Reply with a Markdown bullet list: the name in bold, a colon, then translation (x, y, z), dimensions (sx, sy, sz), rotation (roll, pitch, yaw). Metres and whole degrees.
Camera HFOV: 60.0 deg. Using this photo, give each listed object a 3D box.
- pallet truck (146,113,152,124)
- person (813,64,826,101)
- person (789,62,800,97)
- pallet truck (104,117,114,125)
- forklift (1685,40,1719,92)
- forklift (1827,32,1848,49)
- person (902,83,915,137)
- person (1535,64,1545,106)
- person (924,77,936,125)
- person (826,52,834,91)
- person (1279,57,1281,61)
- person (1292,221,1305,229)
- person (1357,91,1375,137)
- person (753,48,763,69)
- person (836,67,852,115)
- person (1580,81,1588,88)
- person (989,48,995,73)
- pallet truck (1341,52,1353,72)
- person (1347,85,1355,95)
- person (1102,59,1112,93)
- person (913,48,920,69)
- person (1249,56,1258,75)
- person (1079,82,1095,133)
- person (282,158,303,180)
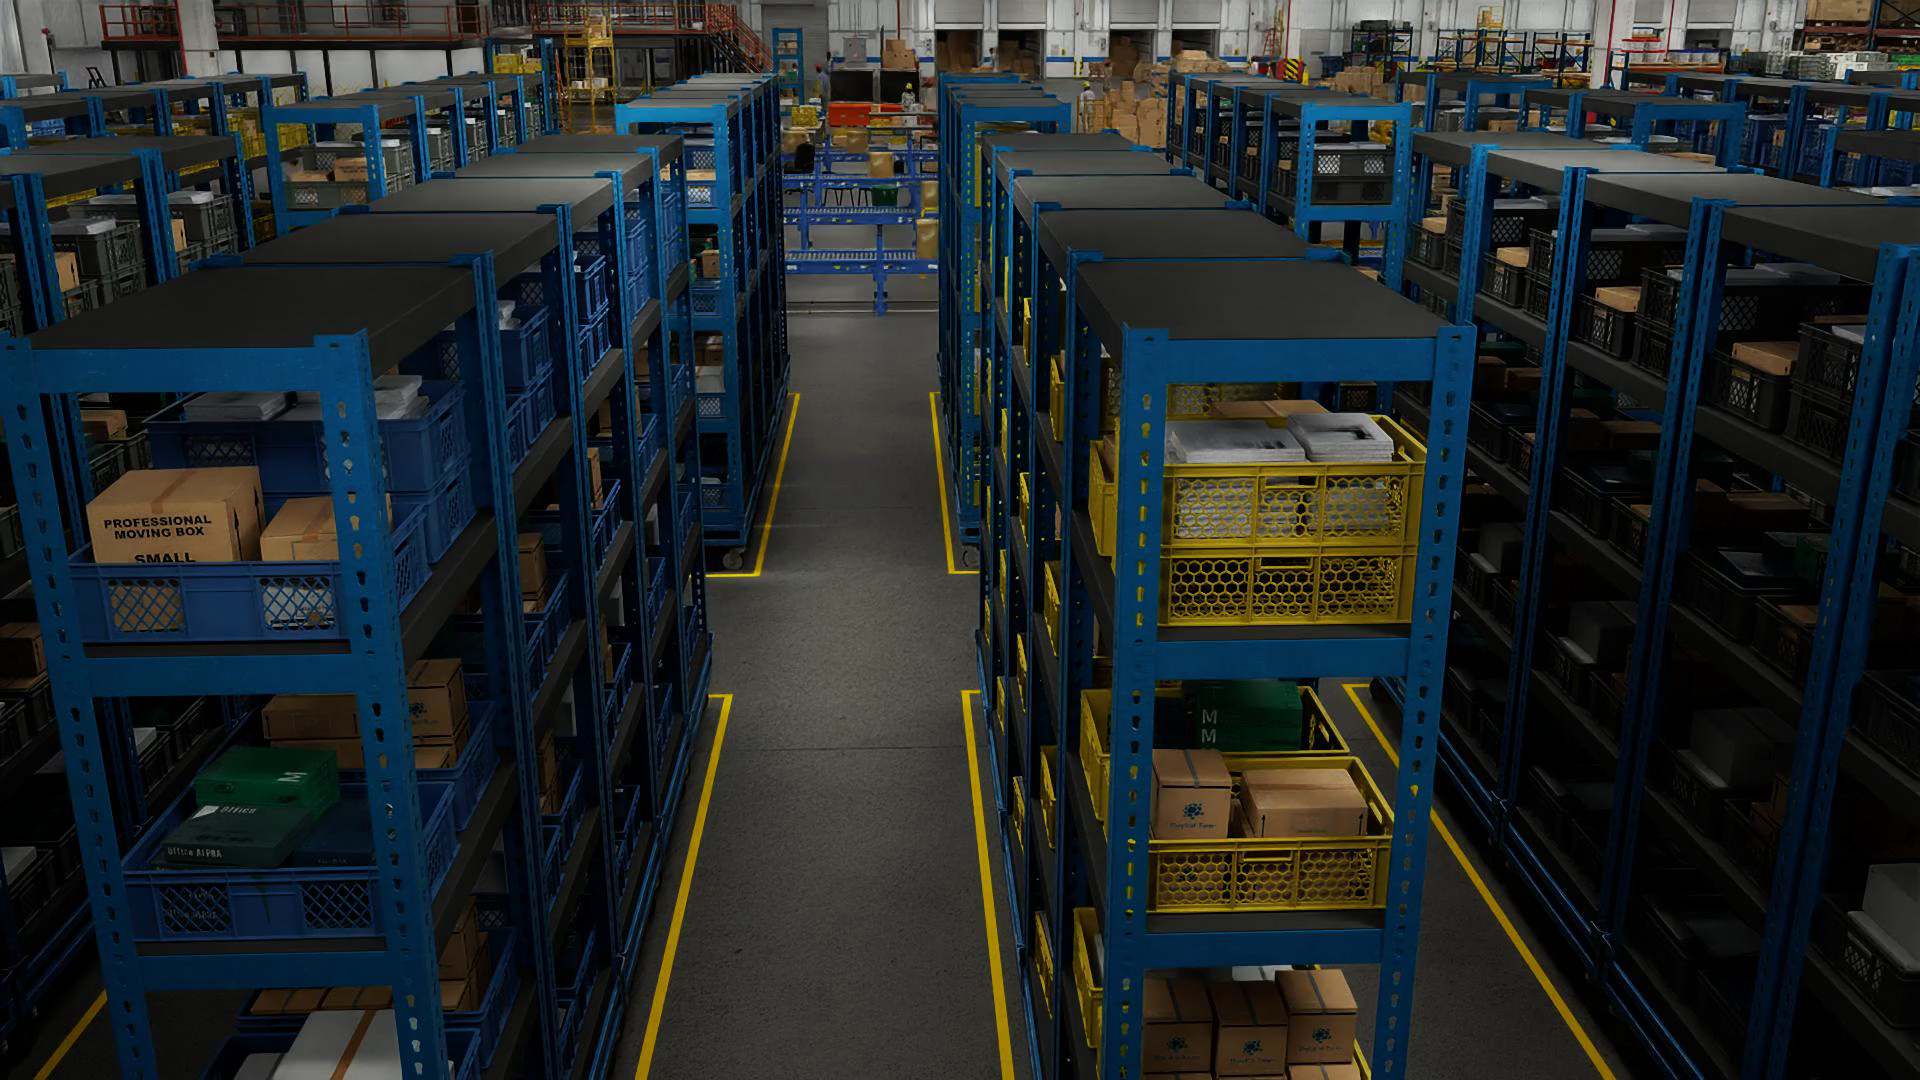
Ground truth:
- **pallet truck**: translation (-18.087, -8.309, 36.390), dimensions (1.885, 1.965, 0.823), rotation (-1, 18, -4)
- **person**: translation (-5.799, -18.474, 67.969), dimensions (0.587, 1.916, 0.629), rotation (17, 25, 42)
- **person**: translation (-7.152, -19.849, 72.368), dimensions (0.547, 1.831, 0.436), rotation (0, 18, 0)
- **pallet truck**: translation (-18.367, -7.885, 35.078), dimensions (1.885, 1.965, 0.823), rotation (1, 18, 2)
- **forklift**: translation (30.955, -19.429, 69.387), dimensions (1.129, 2.768, 1.873), rotation (-1, 18, -2)
- **forklift**: translation (46.023, -25.321, 87.619), dimensions (1.129, 2.768, 1.873), rotation (-1, 18, -2)
- **person**: translation (-1.707, -14.351, 55.506), dimensions (0.483, 1.735, 0.313), rotation (-8, 19, -23)
- **person**: translation (24.092, -18.864, 69.281), dimensions (0.511, 1.860, 0.325), rotation (-9, 20, -26)
- **person**: translation (-0.901, -14.208, 54.687), dimensions (0.781, 1.973, 0.625), rotation (2, 18, 5)
- **person**: translation (-6.592, -23.775, 84.391), dimensions (0.382, 1.912, 0.591), rotation (-13, 22, -35)
- **person**: translation (17.703, -25.837, 90.976), dimensions (0.979, 1.795, 0.626), rotation (10, 21, 29)
- **person**: translation (4.225, -3.117, 20.654), dimensions (0.901, 1.786, 0.602), rotation (-5, 19, -15)
- **person**: translation (11.588, -11.933, 47.788), dimensions (0.648, 1.891, 0.618), rotation (2, 18, 7)
- **person**: translation (-11.127, -26.125, 91.673), dimensions (0.585, 1.910, 0.396), rotation (-10, 21, -29)
- **person**: translation (-4.667, -17.954, 66.517), dimensions (0.592, 1.835, 1.003), rotation (10, 20, 27)
- **person**: translation (22.216, -15.590, 59.520), dimensions (0.526, 1.626, 0.518), rotation (-9, 20, -25)
- **person**: translation (1.802, -27.026, 94.536), dimensions (0.392, 1.853, 0.534), rotation (-2, 18, -5)
- **pallet truck**: translation (18.794, -23.123, 82.231), dimensions (0.823, 1.965, 1.885), rotation (-13, 22, -35)
- **person**: translation (13.426, -14.876, 57.380), dimensions (0.882, 1.578, 0.495), rotation (0, 18, 0)
- **person**: translation (6.584, -20.443, 74.067), dimensions (0.473, 1.923, 0.542), rotation (-8, 19, -22)
- **person**: translation (-2.521, -26.037, 91.378), dimensions (0.616, 1.920, 0.829), rotation (-8, 20, -24)
- **person**: translation (14.007, -22.316, 79.944), dimensions (0.653, 1.861, 0.596), rotation (13, 22, 34)
- **person**: translation (4.138, -14.092, 54.554), dimensions (0.600, 1.827, 0.404), rotation (-15, 23, -39)
- **person**: translation (-12.333, -6.402, 30.901), dimensions (0.529, 1.743, 0.786), rotation (-13, 22, -35)
